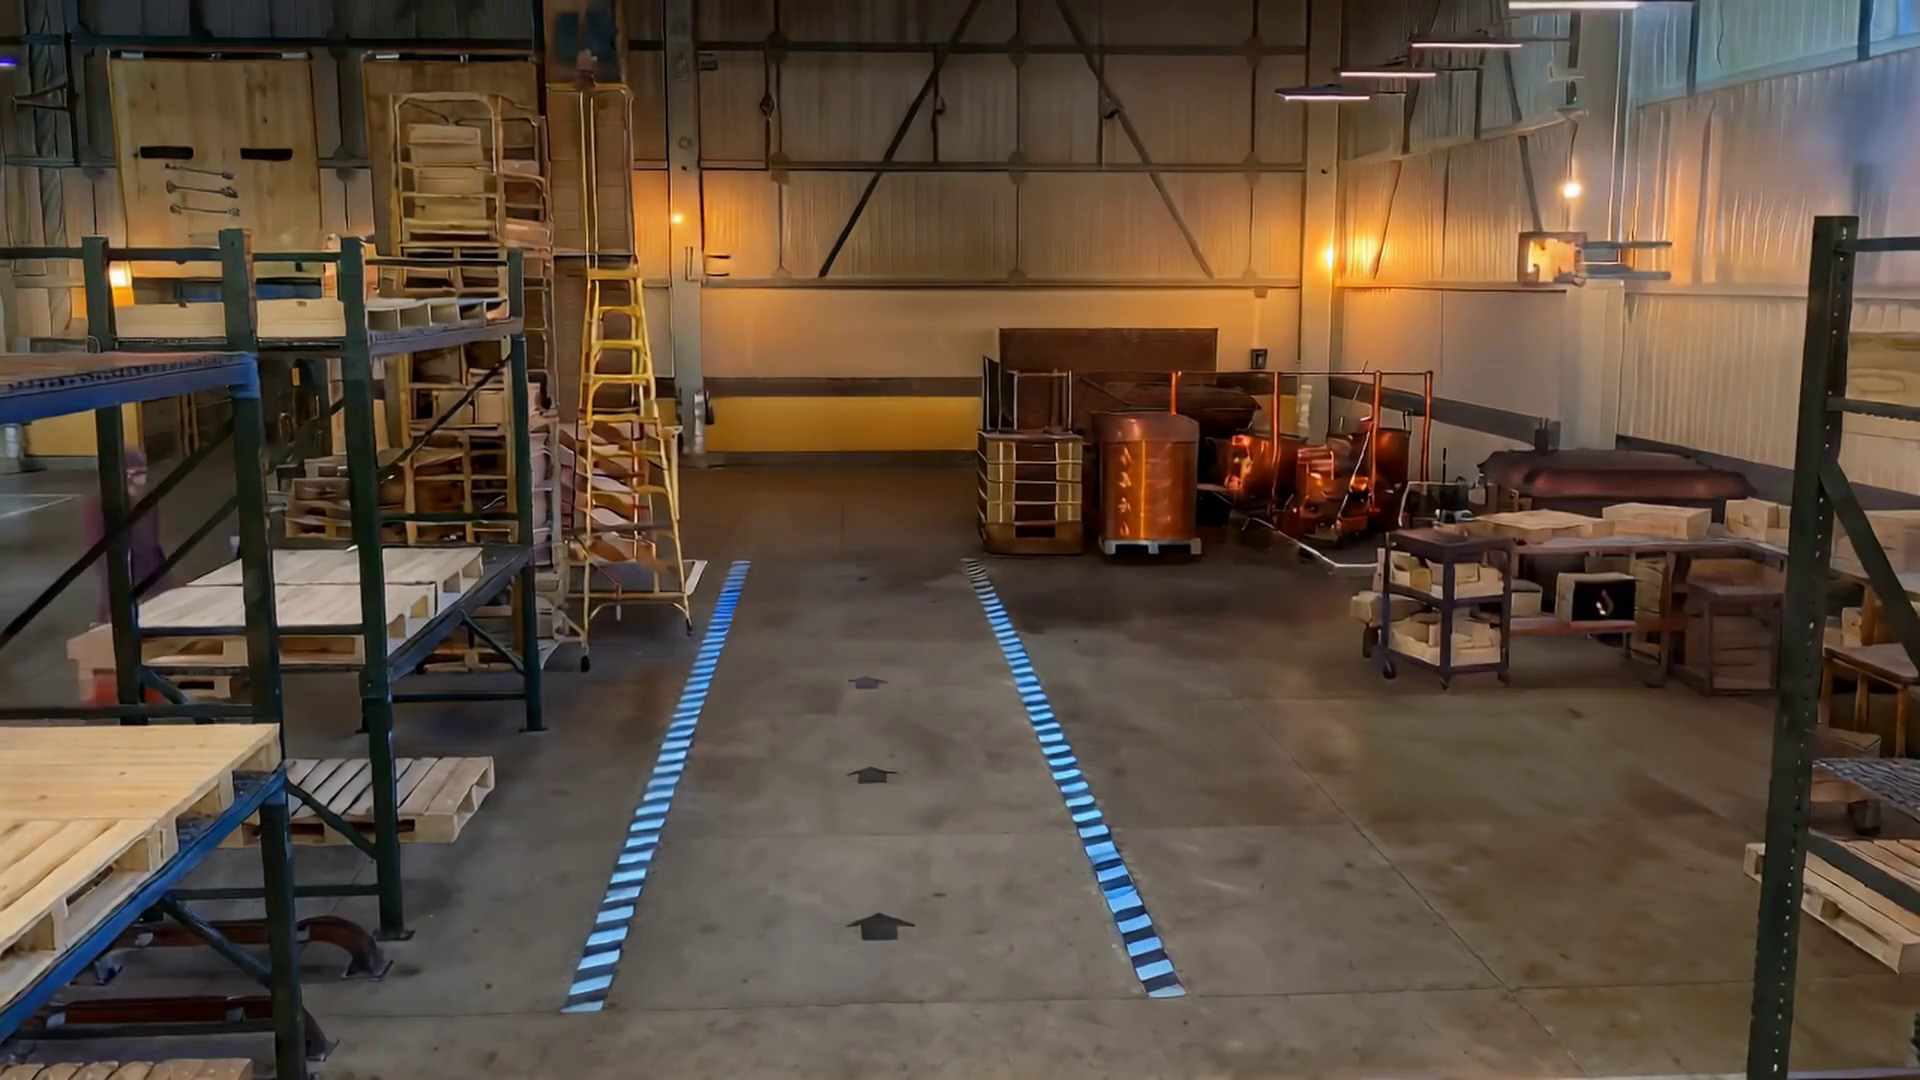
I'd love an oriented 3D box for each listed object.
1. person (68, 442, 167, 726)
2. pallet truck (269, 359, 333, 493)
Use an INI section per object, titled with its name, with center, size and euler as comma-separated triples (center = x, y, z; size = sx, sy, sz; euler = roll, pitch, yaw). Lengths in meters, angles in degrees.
[person]
center = -4.956, 0.372, 9.806
size = 0.667, 1.918, 0.625
euler = 3, 10, 19
[pallet truck]
center = -7.062, -1.131, 18.996
size = 1.885, 1.965, 0.823
euler = 2, 9, 13
